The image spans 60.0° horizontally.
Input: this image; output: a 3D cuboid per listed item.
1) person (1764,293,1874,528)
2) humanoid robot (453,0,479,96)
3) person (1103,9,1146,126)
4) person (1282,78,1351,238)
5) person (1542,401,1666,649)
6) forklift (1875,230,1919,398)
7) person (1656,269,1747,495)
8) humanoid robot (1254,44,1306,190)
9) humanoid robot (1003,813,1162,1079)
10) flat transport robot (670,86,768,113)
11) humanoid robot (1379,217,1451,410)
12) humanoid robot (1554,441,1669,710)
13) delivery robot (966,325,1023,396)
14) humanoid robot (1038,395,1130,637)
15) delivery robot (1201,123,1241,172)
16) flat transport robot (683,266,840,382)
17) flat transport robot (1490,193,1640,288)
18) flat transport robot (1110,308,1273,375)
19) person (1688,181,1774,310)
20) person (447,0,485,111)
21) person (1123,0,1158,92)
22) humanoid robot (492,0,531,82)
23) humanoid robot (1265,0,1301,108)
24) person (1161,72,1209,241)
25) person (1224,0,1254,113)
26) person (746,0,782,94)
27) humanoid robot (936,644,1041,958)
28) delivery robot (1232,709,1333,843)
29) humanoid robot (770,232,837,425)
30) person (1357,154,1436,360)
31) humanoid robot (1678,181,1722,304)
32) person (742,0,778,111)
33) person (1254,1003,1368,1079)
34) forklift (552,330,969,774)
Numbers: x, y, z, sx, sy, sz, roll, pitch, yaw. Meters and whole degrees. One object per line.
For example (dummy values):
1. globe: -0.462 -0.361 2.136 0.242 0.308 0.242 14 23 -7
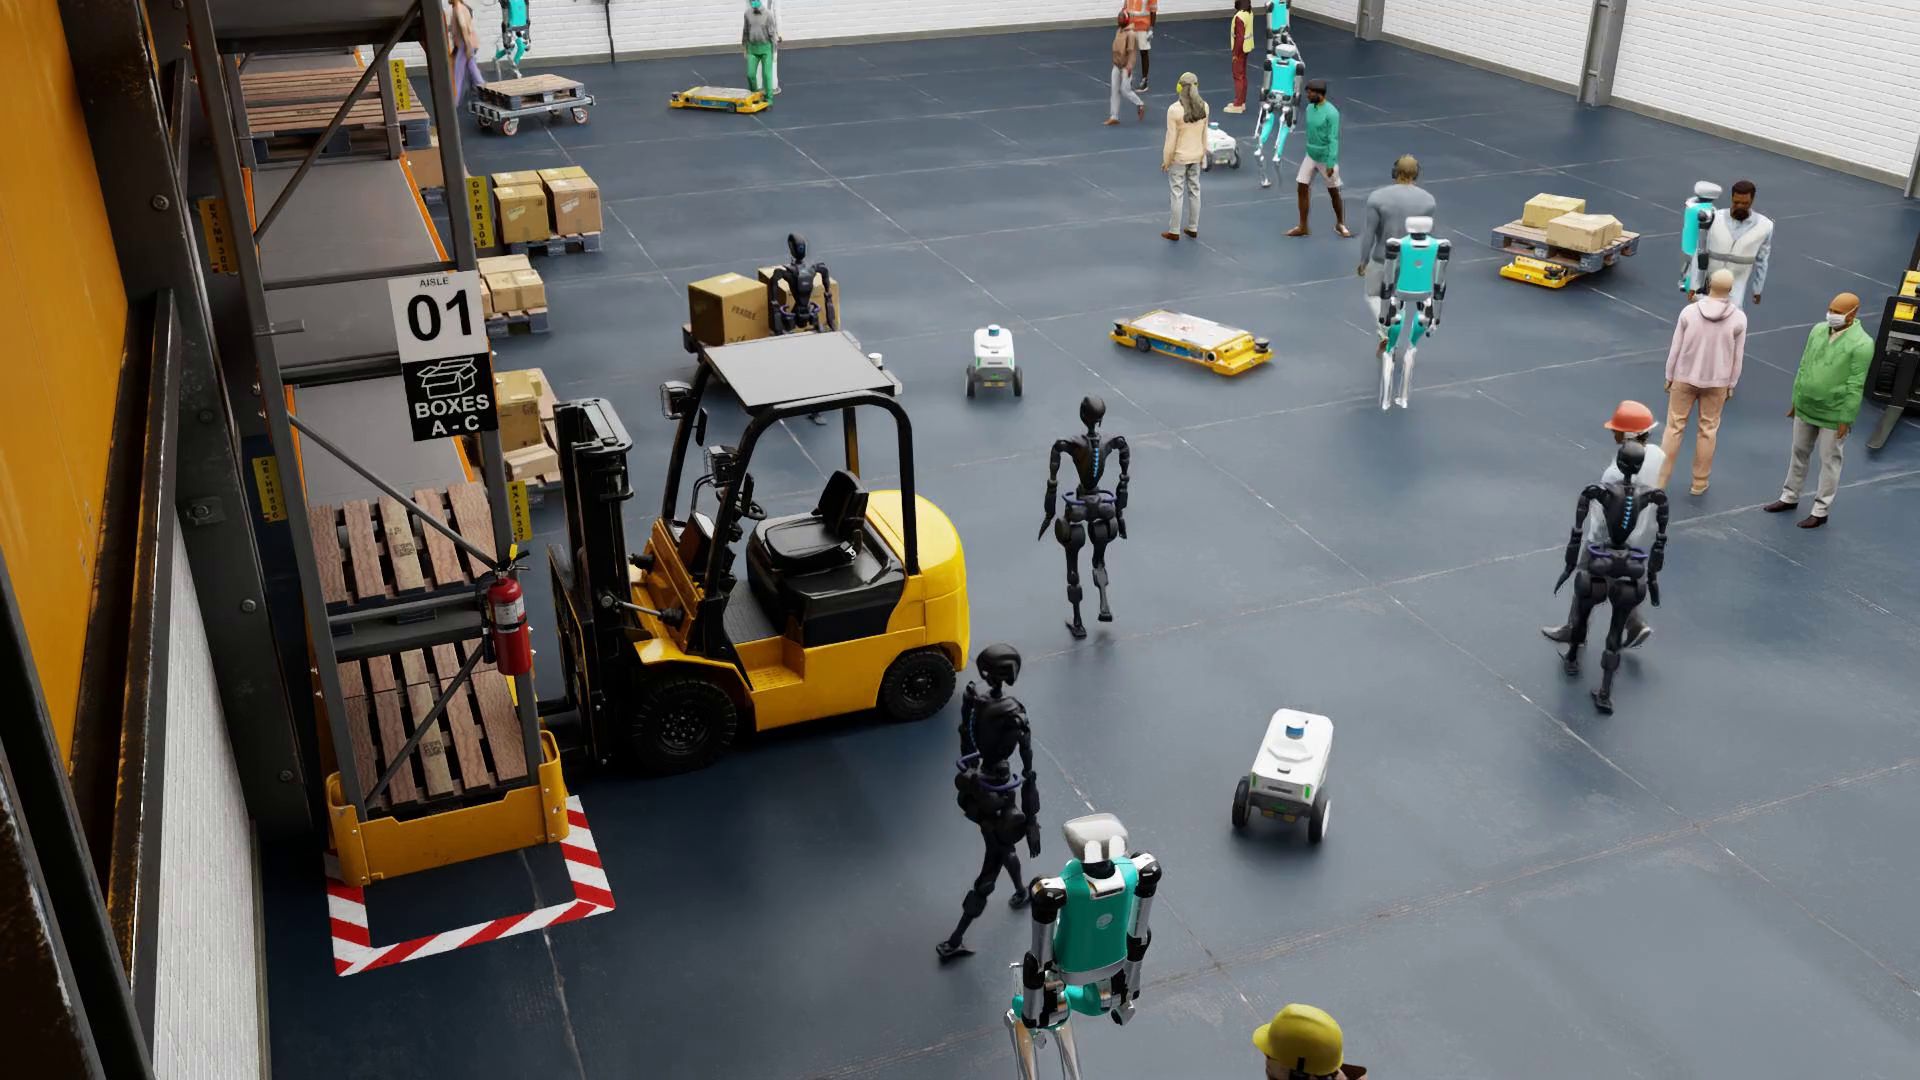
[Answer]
1. person: 6.342 -0.962 12.224 0.386 1.779 0.541 -13 29 -23
2. humanoid robot: -7.658 -7.769 25.873 0.442 1.645 0.590 -17 31 -30
3. person: 2.392 -6.831 24.038 0.581 1.636 0.477 -16 31 -28
4. person: 4.162 -4.325 18.883 0.694 1.812 0.601 -17 31 -30
5. person: 4.135 -0.066 10.478 0.577 1.731 0.588 -19 32 -33
6. forklift: 9.029 -2.397 14.618 1.214 2.155 2.313 18 32 32
7. person: 5.641 -1.192 12.672 0.527 1.783 0.401 10 28 19
8. humanoid robot: 3.914 -5.200 20.779 0.546 1.870 0.673 15 30 26
9. humanoid robot: 0.419 1.723 6.777 0.533 1.677 0.735 -10 28 -20
10. flat transport robot: -3.631 -6.706 25.326 1.431 0.231 0.659 9 28 18
11. humanoid robot: 3.819 -1.938 14.230 0.549 1.793 0.704 3 27 6
12. humanoid robot: 3.945 0.182 10.092 0.613 1.620 0.714 4 27 7
13. delivery robot: 0.302 -1.635 14.900 0.499 0.576 0.751 0 27 -1
14. humanoid robot: 0.810 -0.141 10.698 0.589 1.652 0.393 -6 27 -12
15. delivery robot: 3.368 -5.198 22.024 0.499 0.610 0.788 -8 28 -16
16. flat transport robot: -1.792 -1.596 15.162 0.659 0.231 1.431 -13 29 -23
17. flat transport robot: 6.511 -3.027 18.009 1.431 0.231 0.659 -23 35 -38
18. flat transport robot: 2.178 -1.889 15.744 1.431 0.231 0.659 23 35 38
19. person: 6.785 -2.271 14.726 0.602 1.861 1.005 14 30 25
20. person: -7.526 -7.354 24.911 0.881 1.796 0.600 -5 27 -10
21. person: 2.799 -8.066 26.144 0.605 1.965 0.368 19 32 33
22. humanoid robot: -7.041 -7.773 25.851 0.977 1.769 0.531 18 32 31
23. humanoid robot: 4.920 -7.367 24.959 0.531 1.754 0.706 -24 35 -39
24. person: 2.549 -4.321 18.796 0.553 1.877 0.404 -12 29 -22
25. person: 4.188 -7.276 24.788 0.359 1.769 0.476 11 29 20
26. person: -3.051 -7.925 25.969 0.565 1.878 0.354 8 28 15
27. humanoid robot: 0.180 1.227 8.032 0.775 1.626 0.596 -17 31 -31
28. delivery robot: 1.812 1.280 9.143 0.499 0.613 0.790 10 28 19
29. humanoid robot: -1.344 -1.830 14.089 0.591 1.635 0.672 -13 29 -23
30. person: 3.983 -2.542 15.209 0.659 1.915 0.540 -2 27 -4
31. humanoid robot: 6.758 -2.319 14.990 0.654 1.816 0.532 3 27 5
32. person: -2.988 -7.380 24.938 0.549 1.833 0.480 3 27 6
33. person: 1.134 2.310 5.612 0.408 1.868 0.807 6 27 11
34. forklift: -1.094 0.010 9.831 2.313 2.155 1.214 -10 28 -20
